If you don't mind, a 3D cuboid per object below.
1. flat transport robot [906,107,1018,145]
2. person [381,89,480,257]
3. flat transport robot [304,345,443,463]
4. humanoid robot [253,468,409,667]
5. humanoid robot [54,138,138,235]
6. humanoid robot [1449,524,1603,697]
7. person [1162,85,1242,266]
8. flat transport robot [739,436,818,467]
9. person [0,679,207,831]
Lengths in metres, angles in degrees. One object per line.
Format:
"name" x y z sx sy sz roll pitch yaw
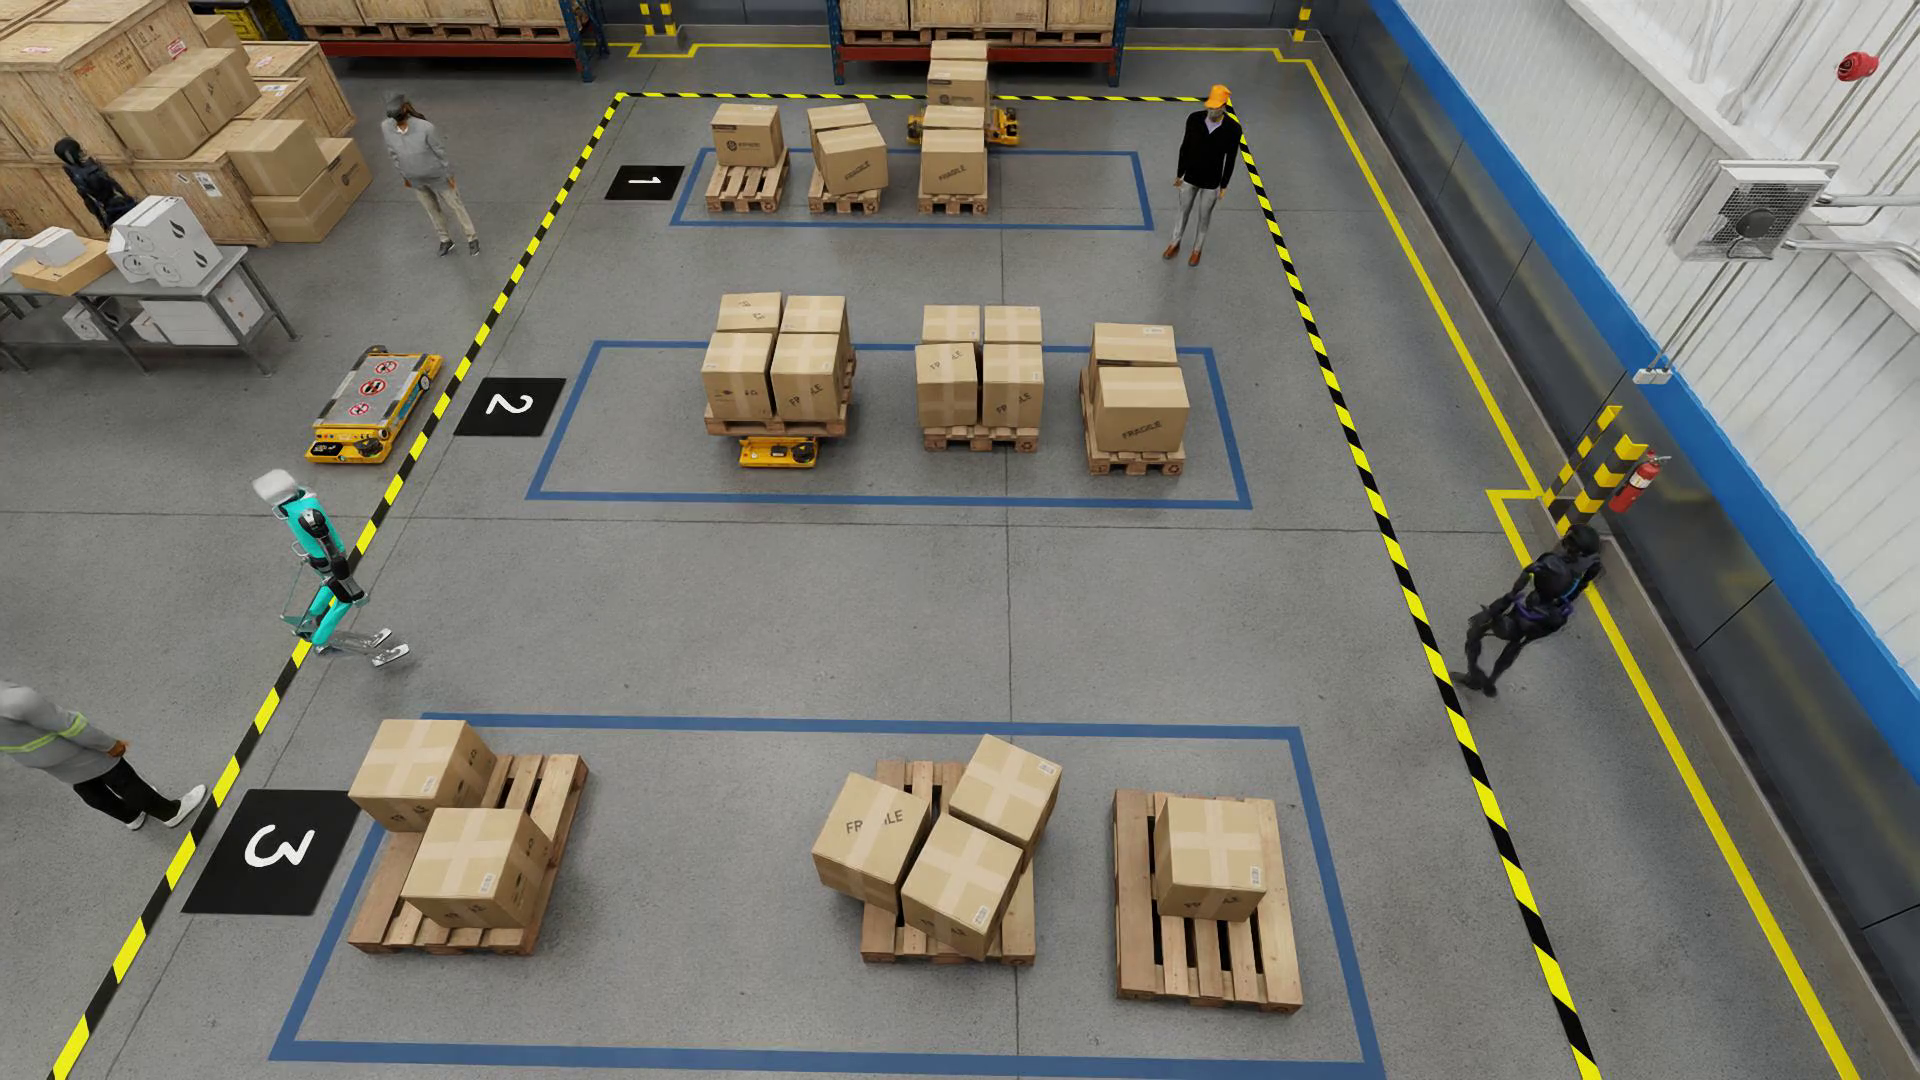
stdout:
"flat transport robot" 0.030 -5.398 11.917 1.431 0.197 0.652 1 50 1
"person" -5.584 -3.836 9.630 0.560 1.769 0.399 -1 50 -1
"flat transport robot" -5.383 -1.269 8.441 0.659 0.231 1.431 1 50 1
"humanoid robot" -4.299 0.306 6.057 0.533 1.680 0.735 35 58 26
"humanoid robot" -8.442 -3.249 9.221 0.609 1.623 0.775 8 50 7
"humanoid robot" 3.741 0.477 6.038 0.600 1.644 0.335 -6 50 -5
"person" 2.507 -3.741 9.475 0.585 1.884 0.385 24 54 19
"flat transport robot" -1.582 -1.235 8.394 0.652 0.197 1.431 1 50 1
"person" -5.236 1.161 5.347 0.597 1.850 0.397 0 50 0
